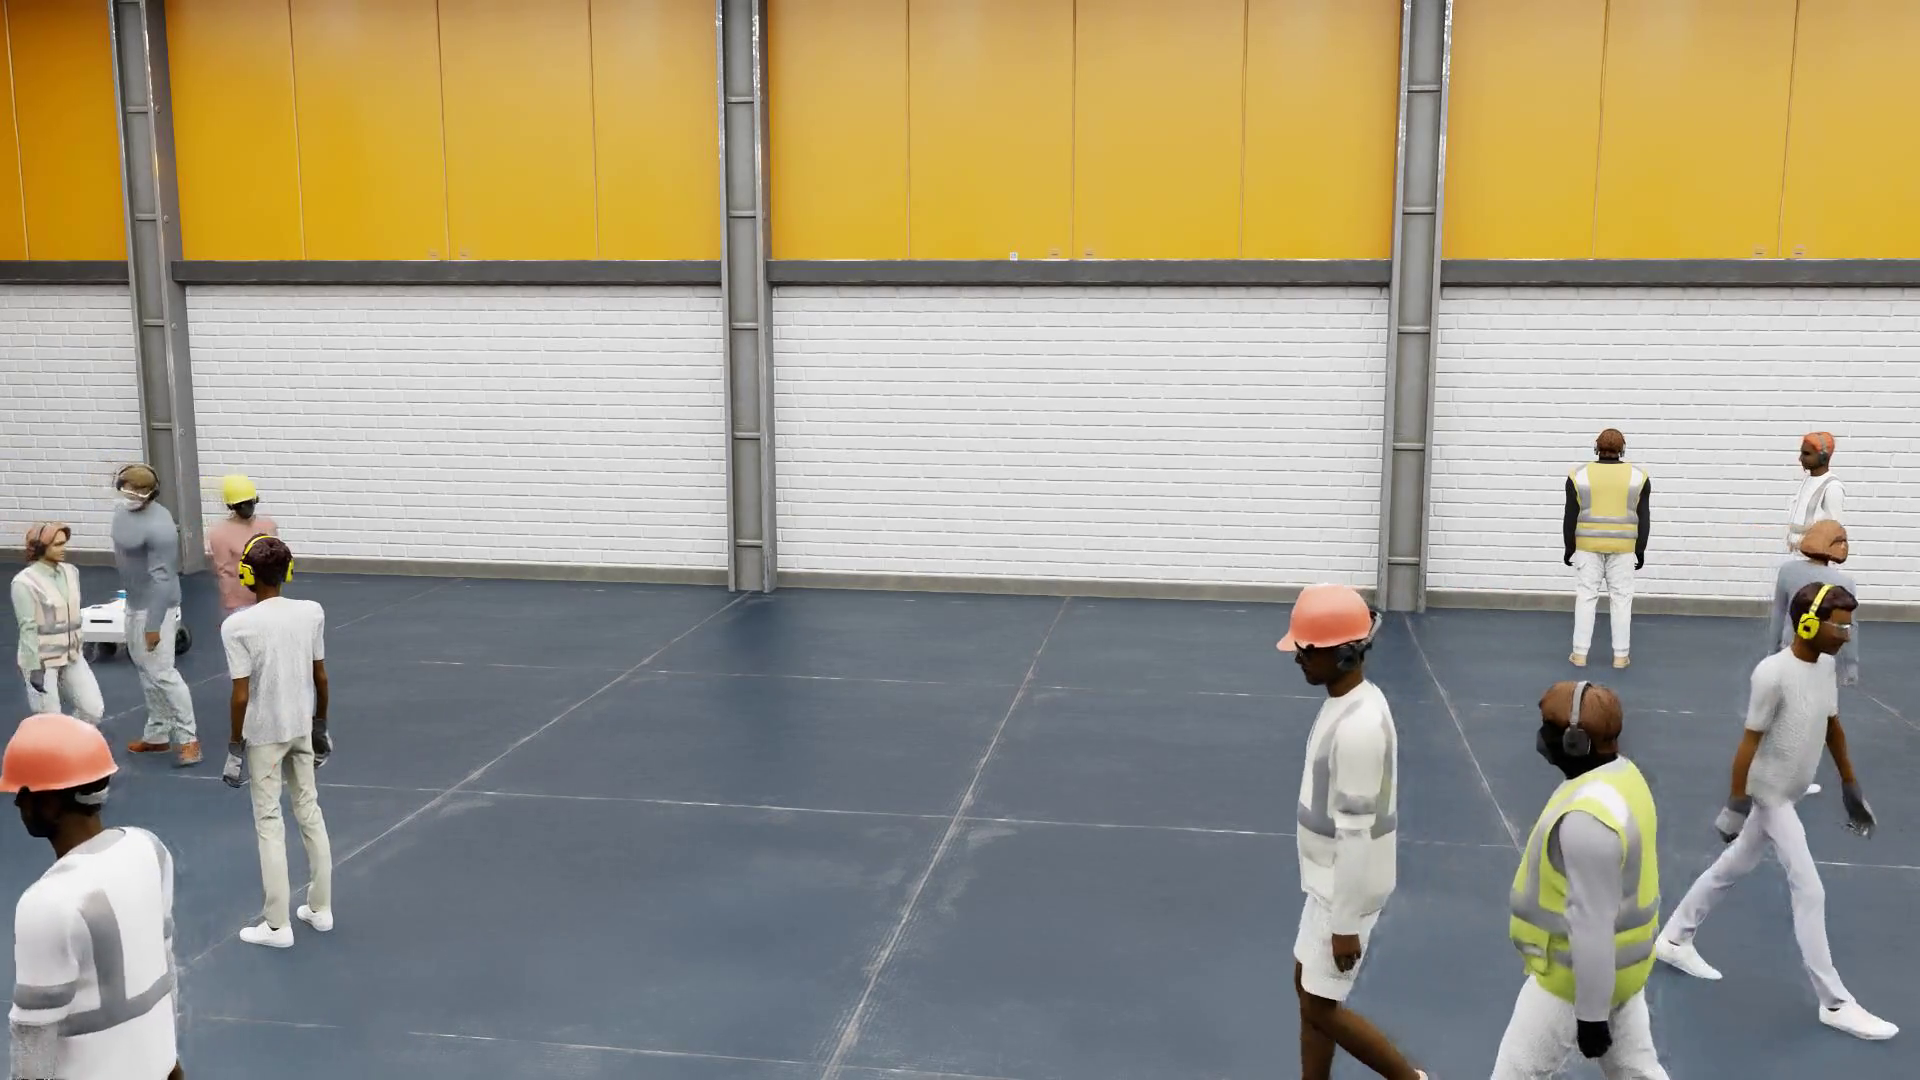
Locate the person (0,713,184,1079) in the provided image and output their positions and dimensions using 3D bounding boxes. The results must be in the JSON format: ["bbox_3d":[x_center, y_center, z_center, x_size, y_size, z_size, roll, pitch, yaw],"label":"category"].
[{"bbox_3d":[-2.262,1.390,4.311,0.422,1.922,0.542,0,9,-3],"label":"person"}]

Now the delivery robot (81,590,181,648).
[{"bbox_3d":[-6.445,0.629,12.899,0.707,0.478,0.477,1,9,4],"label":"delivery robot"}]

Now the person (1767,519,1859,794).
[{"bbox_3d":[4.934,0.677,9.595,0.386,1.617,0.532,-3,10,-20],"label":"person"}]

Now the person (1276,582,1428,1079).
[{"bbox_3d":[1.329,1.139,5.540,0.689,2.020,0.633,2,9,10],"label":"person"}]

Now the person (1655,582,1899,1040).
[{"bbox_3d":[3.355,1.042,6.821,0.536,1.814,1.012,-9,13,-42],"label":"person"}]

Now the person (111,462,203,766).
[{"bbox_3d":[-4.979,0.447,10.231,0.359,1.894,0.698,-9,13,-43],"label":"person"}]

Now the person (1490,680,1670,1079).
[{"bbox_3d":[1.951,1.315,5.174,0.973,1.793,0.648,6,11,31],"label":"person"}]

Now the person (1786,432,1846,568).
[{"bbox_3d":[6.159,0.152,12.043,0.356,1.884,0.572,1,9,6],"label":"person"}]

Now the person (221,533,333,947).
[{"bbox_3d":[-3.081,0.896,7.497,0.319,1.871,0.532,6,11,32],"label":"person"}]

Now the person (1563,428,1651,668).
[{"bbox_3d":[4.930,0.063,12.723,0.624,1.844,0.429,3,10,17],"label":"person"}]

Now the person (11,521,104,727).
[{"bbox_3d":[-5.146,0.701,9.468,0.364,1.627,0.519,2,9,12],"label":"person"}]

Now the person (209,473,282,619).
[{"bbox_3d":[-4.596,0.419,10.826,0.357,1.741,0.522,5,11,30],"label":"person"}]
